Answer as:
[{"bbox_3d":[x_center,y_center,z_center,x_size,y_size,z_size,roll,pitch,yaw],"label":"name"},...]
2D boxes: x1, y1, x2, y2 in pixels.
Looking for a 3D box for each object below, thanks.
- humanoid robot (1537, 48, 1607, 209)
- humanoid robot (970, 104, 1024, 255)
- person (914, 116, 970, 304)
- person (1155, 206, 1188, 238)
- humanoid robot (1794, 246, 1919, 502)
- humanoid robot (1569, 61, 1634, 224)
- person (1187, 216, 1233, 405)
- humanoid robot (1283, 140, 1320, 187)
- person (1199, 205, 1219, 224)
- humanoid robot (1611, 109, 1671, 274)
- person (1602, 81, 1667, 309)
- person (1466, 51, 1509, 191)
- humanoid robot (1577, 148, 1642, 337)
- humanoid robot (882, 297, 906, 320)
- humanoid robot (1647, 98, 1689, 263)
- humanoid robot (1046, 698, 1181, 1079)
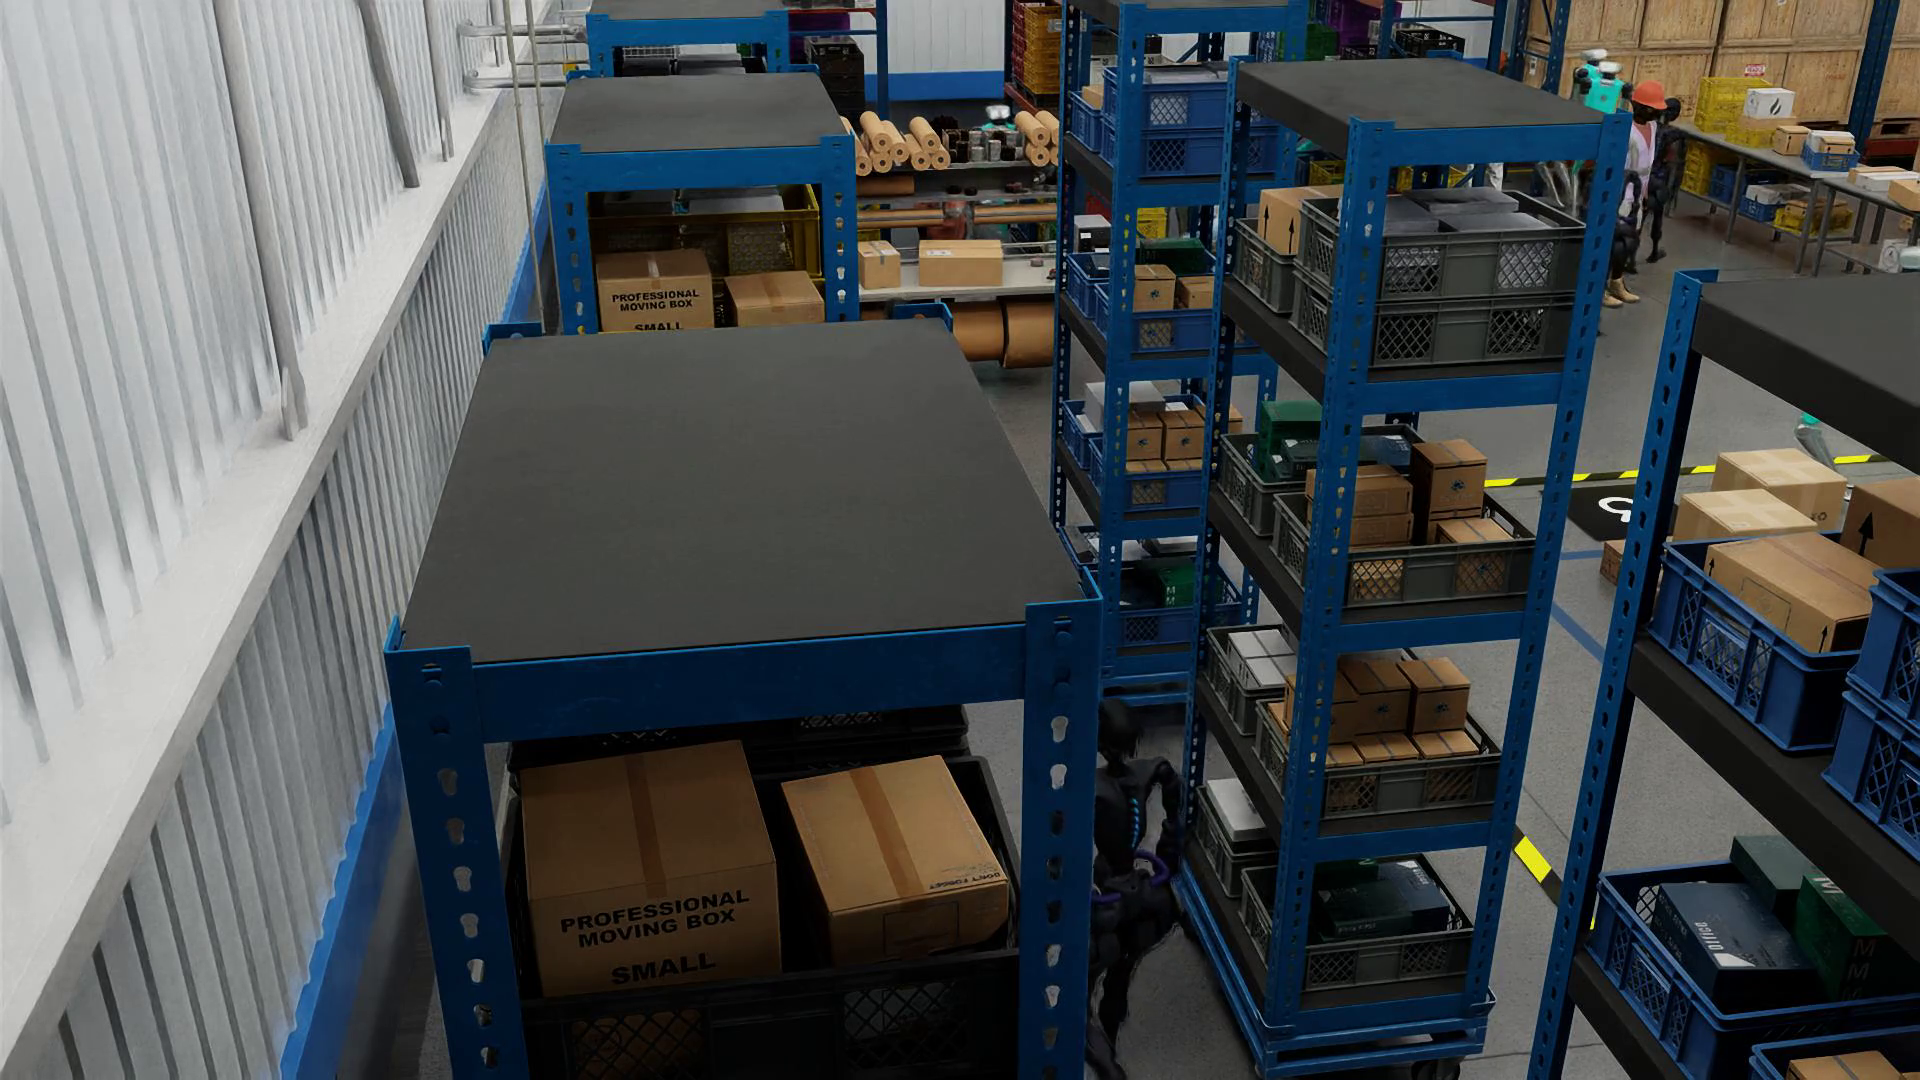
[{"bbox_3d":[6.722,-4.556,18.368,0.535,1.741,0.674,-12,28,-25],"label":"humanoid robot"},{"bbox_3d":[0.279,-3.261,15.671,0.538,1.776,0.984,-6,25,-12],"label":"humanoid robot"},{"bbox_3d":[-0.131,-2.514,13.733,0.364,1.965,0.608,20,31,36],"label":"person"},{"bbox_3d":[2.059,-3.560,16.175,0.587,1.823,0.403,18,30,34],"label":"person"},{"bbox_3d":[5.774,-1.106,10.780,0.735,1.681,0.533,14,28,28],"label":"humanoid robot"},{"bbox_3d":[6.794,-4.249,17.721,0.554,1.734,0.723,10,27,21],"label":"humanoid robot"},{"bbox_3d":[1.656,-1.255,11.137,0.406,1.848,0.589,-2,25,-5],"label":"person"},{"bbox_3d":[3.852,-4.583,18.566,0.702,1.807,0.565,8,26,18],"label":"humanoid robot"},{"bbox_3d":[2.414,-3.388,15.783,0.429,1.844,0.622,-9,26,-19],"label":"person"},{"bbox_3d":[6.497,-3.354,15.899,0.589,1.642,0.346,-9,26,-18],"label":"humanoid robot"},{"bbox_3d":[6.009,-3.089,14.912,0.616,2.029,0.402,-21,32,-38],"label":"person"},{"bbox_3d":[5.513,-4.148,17.382,0.574,1.883,0.355,5,25,11],"label":"person"},{"bbox_3d":[5.552,-2.634,14.368,0.602,1.632,0.687,-4,25,-9],"label":"humanoid robot"},{"bbox_3d":[-0.344,-0.703,10.164,0.599,1.639,0.633,-2,25,-5],"label":"humanoid robot"},{"bbox_3d":[6.728,-3.477,16.219,0.616,1.625,0.736,22,33,39],"label":"humanoid robot"},{"bbox_3d":[0.578,1.307,5.783,0.589,1.634,0.560,-13,28,-26],"label":"humanoid robot"}]
